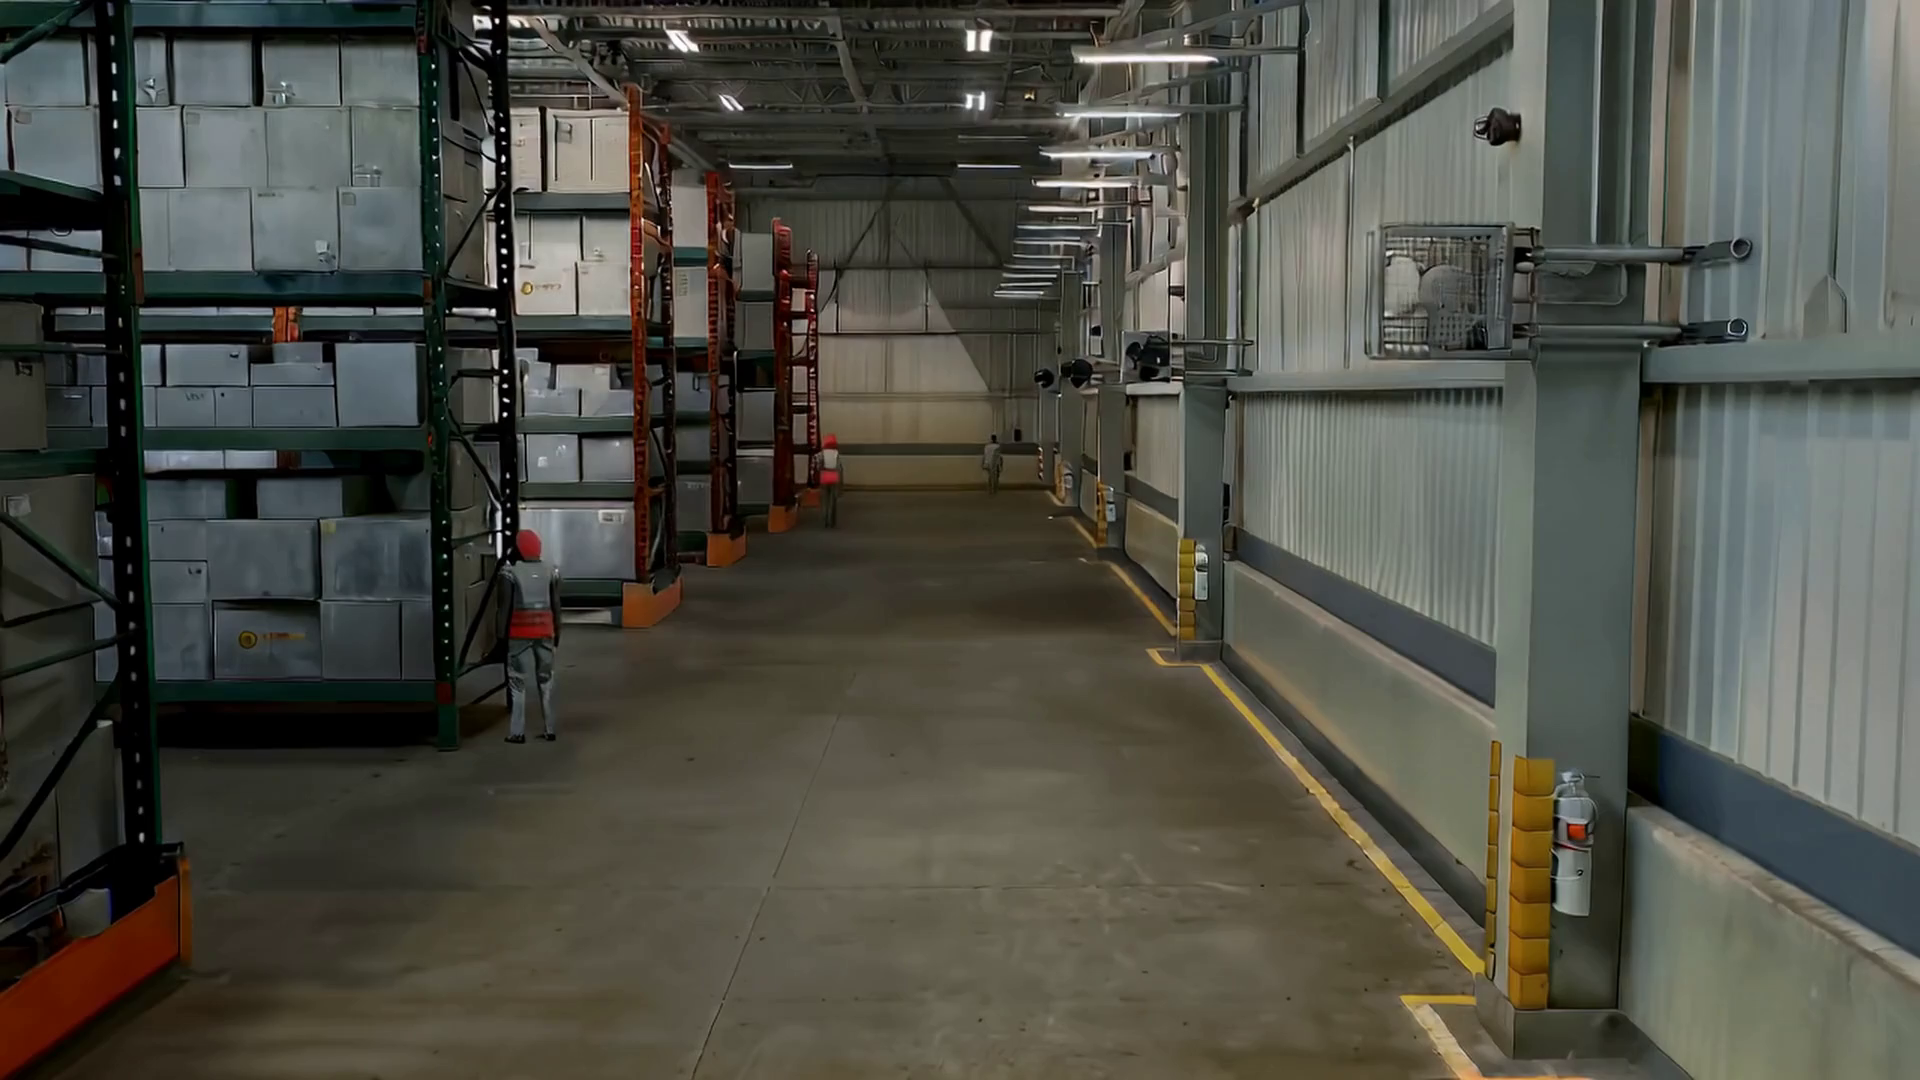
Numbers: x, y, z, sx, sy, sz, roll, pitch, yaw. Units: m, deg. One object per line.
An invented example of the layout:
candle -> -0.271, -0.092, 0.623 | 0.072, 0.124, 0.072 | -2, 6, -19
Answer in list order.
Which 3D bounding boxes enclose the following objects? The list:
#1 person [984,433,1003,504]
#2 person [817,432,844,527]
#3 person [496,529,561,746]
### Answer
person -> 0.837, -1.766, 40.975 | 0.334, 1.749, 0.576 | -4, 6, -39
person -> -2.598, -1.195, 33.325 | 0.546, 1.926, 0.605 | 0, 5, -1
person -> -3.244, 0.734, 12.555 | 0.521, 1.631, 0.321 | -4, 6, -41
